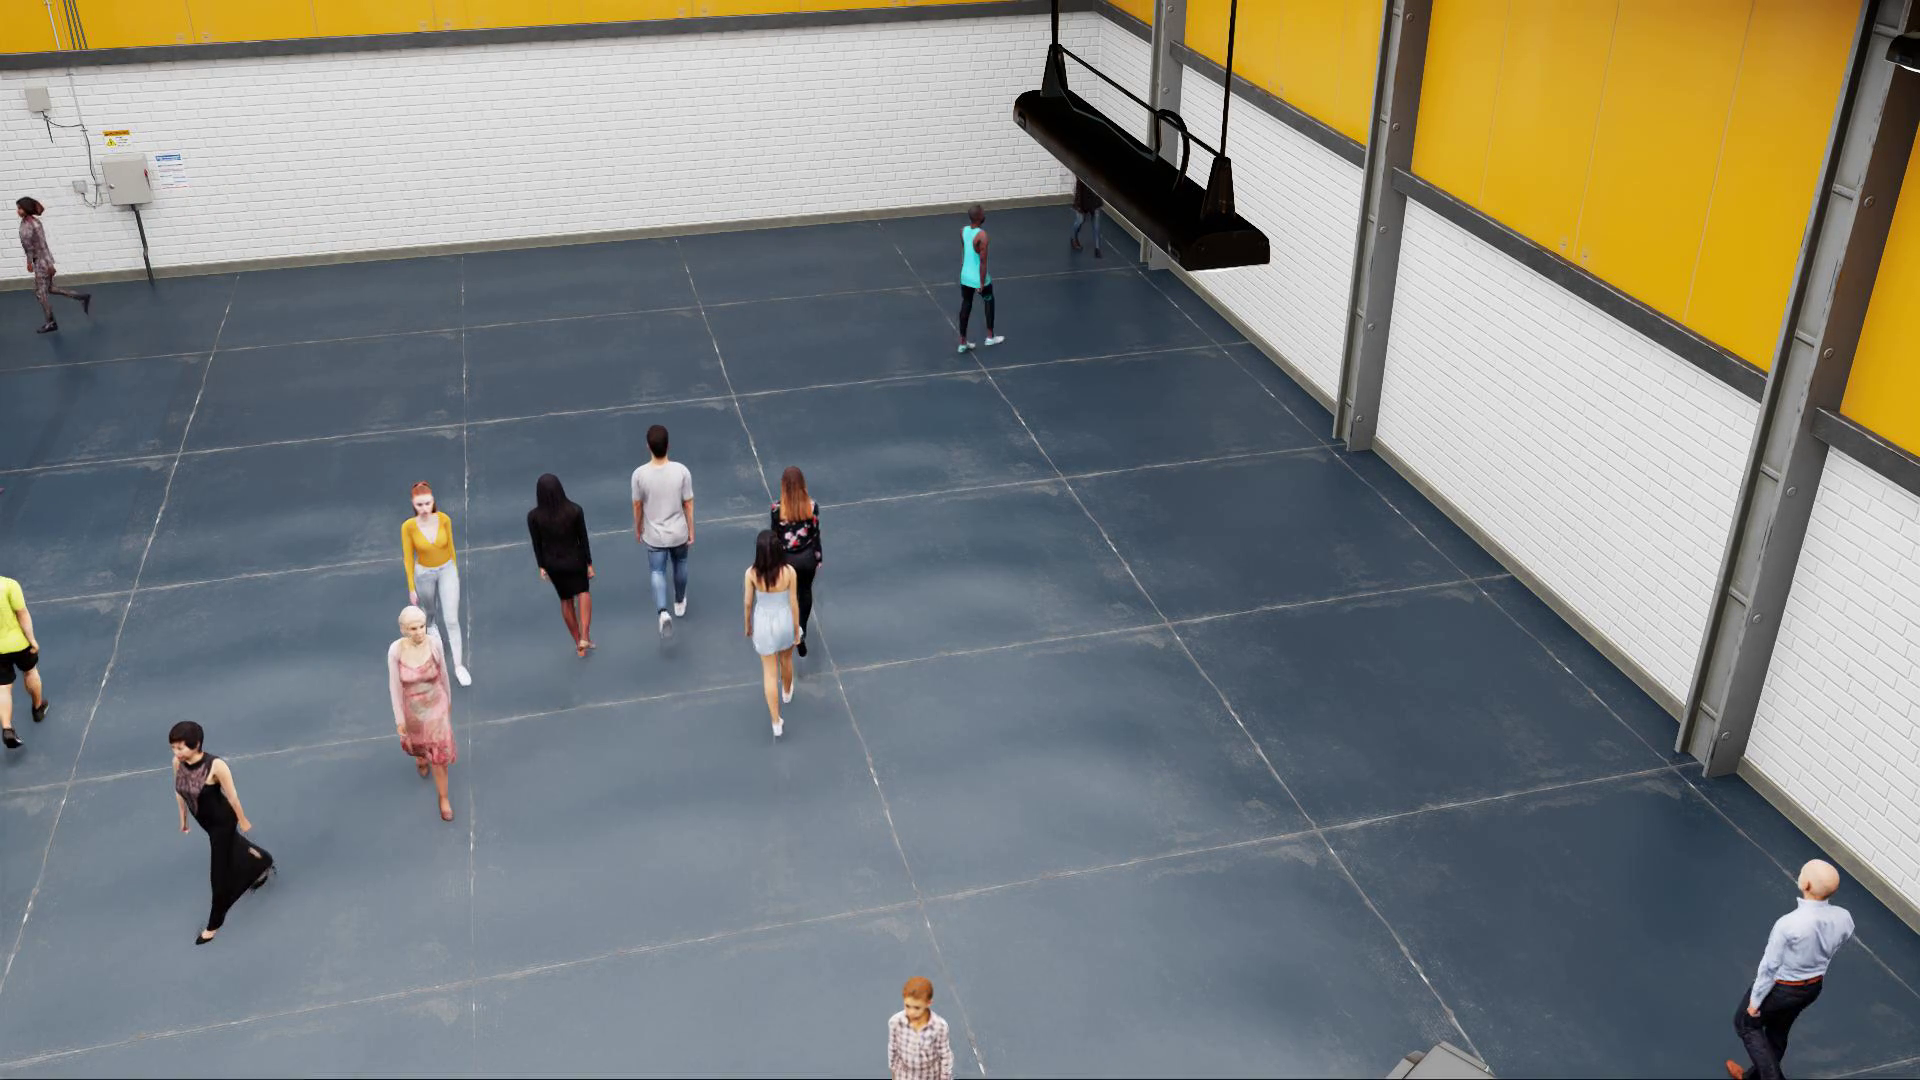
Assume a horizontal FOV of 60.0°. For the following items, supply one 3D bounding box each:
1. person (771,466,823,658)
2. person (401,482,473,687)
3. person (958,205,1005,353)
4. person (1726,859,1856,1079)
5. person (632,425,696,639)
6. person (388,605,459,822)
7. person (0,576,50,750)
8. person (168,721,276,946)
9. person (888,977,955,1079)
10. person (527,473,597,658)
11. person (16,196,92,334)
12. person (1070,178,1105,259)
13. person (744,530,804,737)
[{"bbox_3d":[-1.363,0.205,13.994,0.621,1.660,0.985,-5,29,-9],"label":"person"},{"bbox_3d":[-4.376,0.295,13.779,0.812,1.707,1.248,-14,32,-24],"label":"person"},{"bbox_3d":[0.101,-3.102,19.919,0.920,1.791,0.927,23,36,36],"label":"person"},{"bbox_3d":[4.747,2.613,9.457,0.652,1.777,0.881,-6,29,-11],"label":"person"},{"bbox_3d":[-2.517,-0.048,14.244,0.719,1.864,1.085,-5,29,-9],"label":"person"},{"bbox_3d":[-3.967,1.195,12.183,0.716,1.655,1.106,-12,31,-20],"label":"person"},{"bbox_3d":[-7.399,0.815,12.851,0.674,1.683,1.044,-10,30,-17],"label":"person"},{"bbox_3d":[-4.916,1.832,11.120,0.986,1.555,1.110,11,30,19],"label":"person"},{"bbox_3d":[-0.203,2.941,9.367,0.779,1.288,0.990,5,29,9],"label":"person"},{"bbox_3d":[-3.295,0.270,13.832,0.638,1.700,0.665,-4,29,-8],"label":"person"},{"bbox_3d":[-11.303,-3.437,20.634,1.004,1.694,0.937,24,37,37],"label":"person"},{"bbox_3d":[1.759,-4.748,23.139,0.699,1.597,1.071,-13,31,-22],"label":"person"},{"bbox_3d":[-1.462,0.739,12.971,0.727,1.701,1.041,-2,29,-4],"label":"person"}]
